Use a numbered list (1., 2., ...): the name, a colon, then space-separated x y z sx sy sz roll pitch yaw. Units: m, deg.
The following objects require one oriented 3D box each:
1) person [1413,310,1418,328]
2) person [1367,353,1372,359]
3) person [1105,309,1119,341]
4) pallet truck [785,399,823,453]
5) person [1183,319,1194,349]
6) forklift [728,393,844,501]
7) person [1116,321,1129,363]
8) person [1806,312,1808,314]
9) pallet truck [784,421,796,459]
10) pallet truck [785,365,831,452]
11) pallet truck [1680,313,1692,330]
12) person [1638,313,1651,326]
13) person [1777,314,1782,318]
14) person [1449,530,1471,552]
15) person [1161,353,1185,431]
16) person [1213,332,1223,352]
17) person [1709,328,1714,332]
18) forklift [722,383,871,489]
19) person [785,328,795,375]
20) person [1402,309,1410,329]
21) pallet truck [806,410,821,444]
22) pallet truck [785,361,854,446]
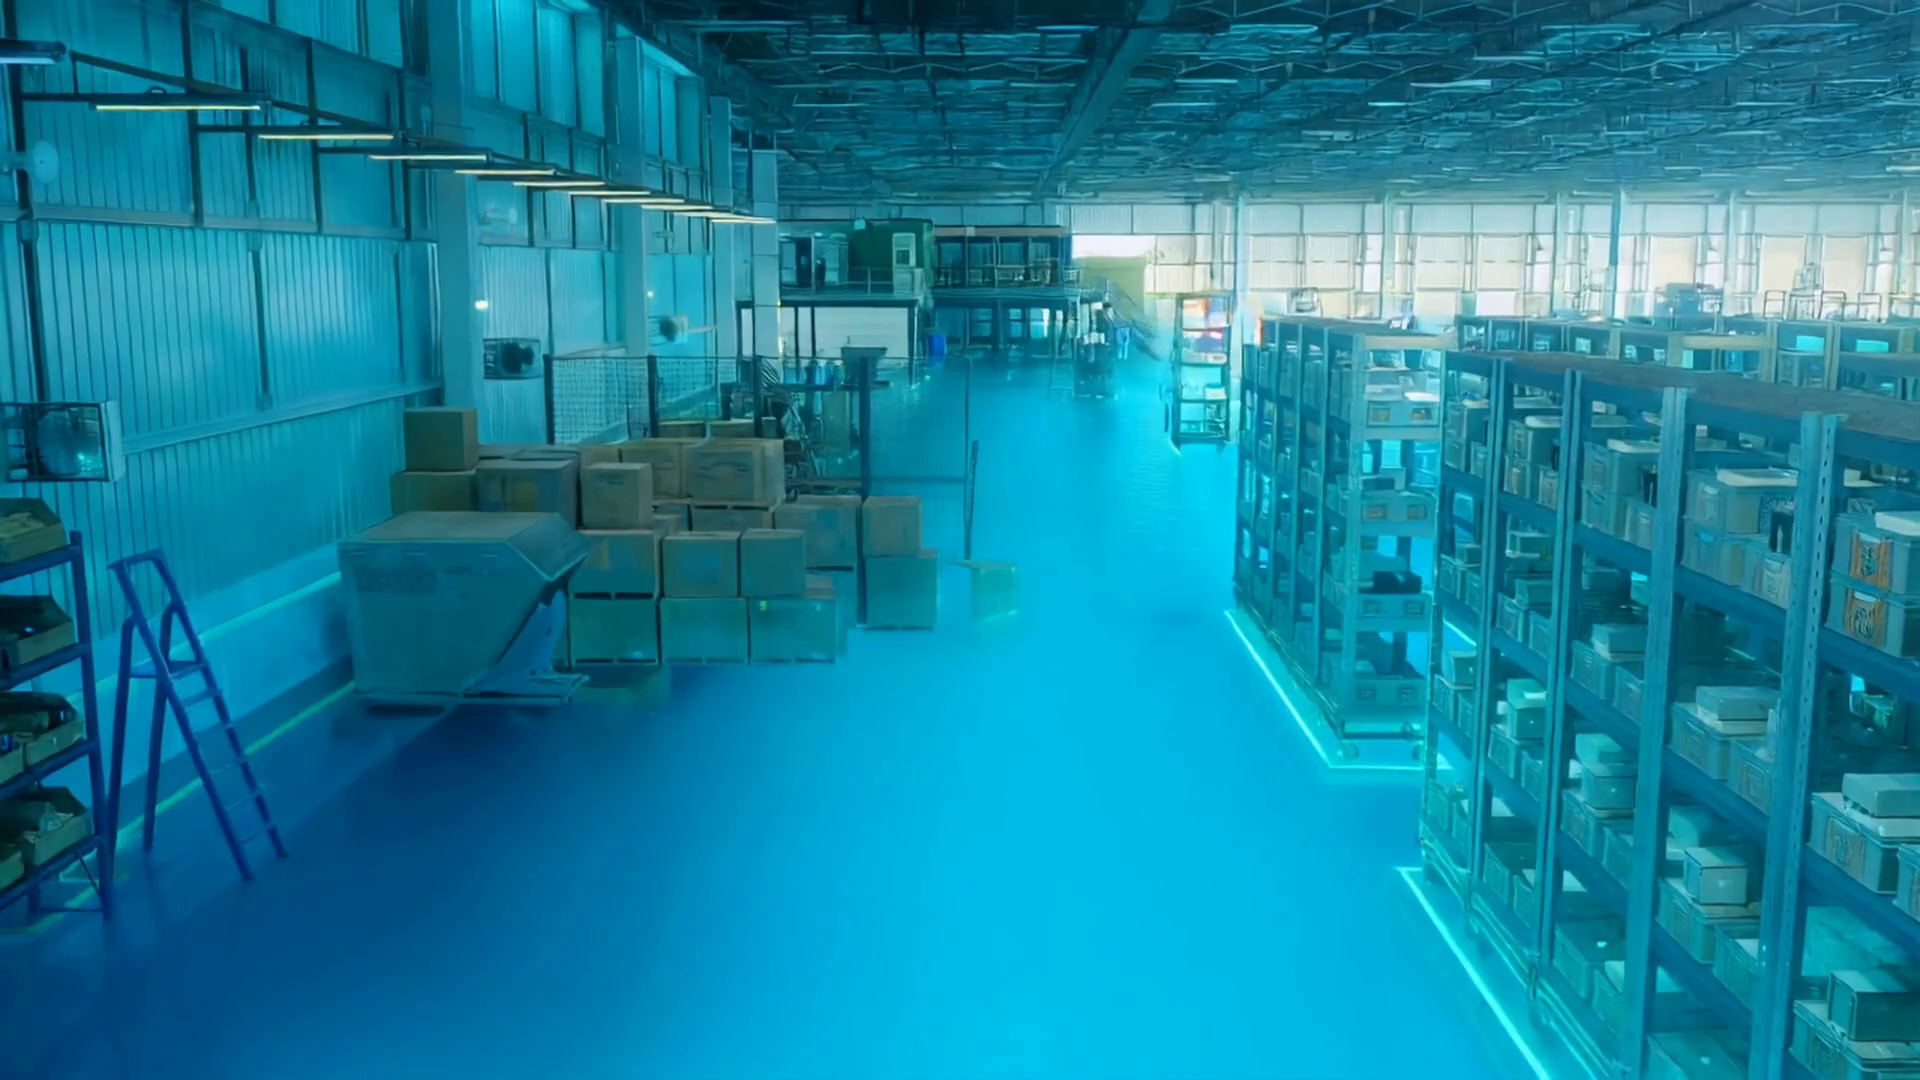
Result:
1. person: 26.235 -12.377 96.141 0.975 1.820 0.523 0 9 -2
2. person: 12.986 -5.229 52.097 0.404 1.822 0.596 -3 10 -20
3. person: 8.869 -12.431 96.356 0.984 1.876 0.594 -2 10 -14
4. pallet truck: -3.814 -2.432 36.419 1.630 1.274 0.653 0 9 1
5. person: 11.139 -9.959 81.108 0.591 1.872 0.407 -2 9 -10
6. forklift: -2.979 -1.316 26.476 2.680 1.987 1.157 0 9 1
7. person: 7.256 -8.844 74.192 0.576 1.882 0.355 -3 10 -15
8. person: 44.825 -11.129 88.219 0.456 1.922 0.659 4 10 23
9. pallet truck: -4.013 -1.793 32.705 1.601 1.201 0.680 0 9 1
10. pallet truck: -3.774 -2.976 37.635 1.885 1.965 0.823 1 9 5
11. pallet truck: 36.315 -10.531 84.244 0.823 1.965 1.885 -6 11 -33
12. person: 34.836 -10.644 84.807 1.056 2.000 0.694 -8 12 -41
13. person: 43.260 -11.054 88.060 0.844 1.815 0.629 2 9 13
14. person: 7.605 -0.643 24.094 0.881 1.720 0.513 4 10 24
15. person: 5.436 -3.771 42.492 0.623 2.000 0.944 1 9 9
16. person: 12.020 -9.378 77.551 0.596 1.894 0.882 9 13 43
17. person: 33.362 -8.833 73.976 0.375 1.930 0.542 1 9 6
18. forklift: -2.893 -1.687 28.729 2.680 1.987 1.157 0 9 -1
19. person: -6.668 -7.438 65.690 0.612 1.827 0.529 0 9 1
20. person: 25.247 -12.124 94.317 0.585 1.918 0.395 -6 11 -31
21. pallet truck: -3.559 -2.018 33.905 1.522 1.261 0.704 0 9 -1
22. pallet truck: -3.410 -3.193 38.978 1.885 1.965 0.823 0 9 -1
